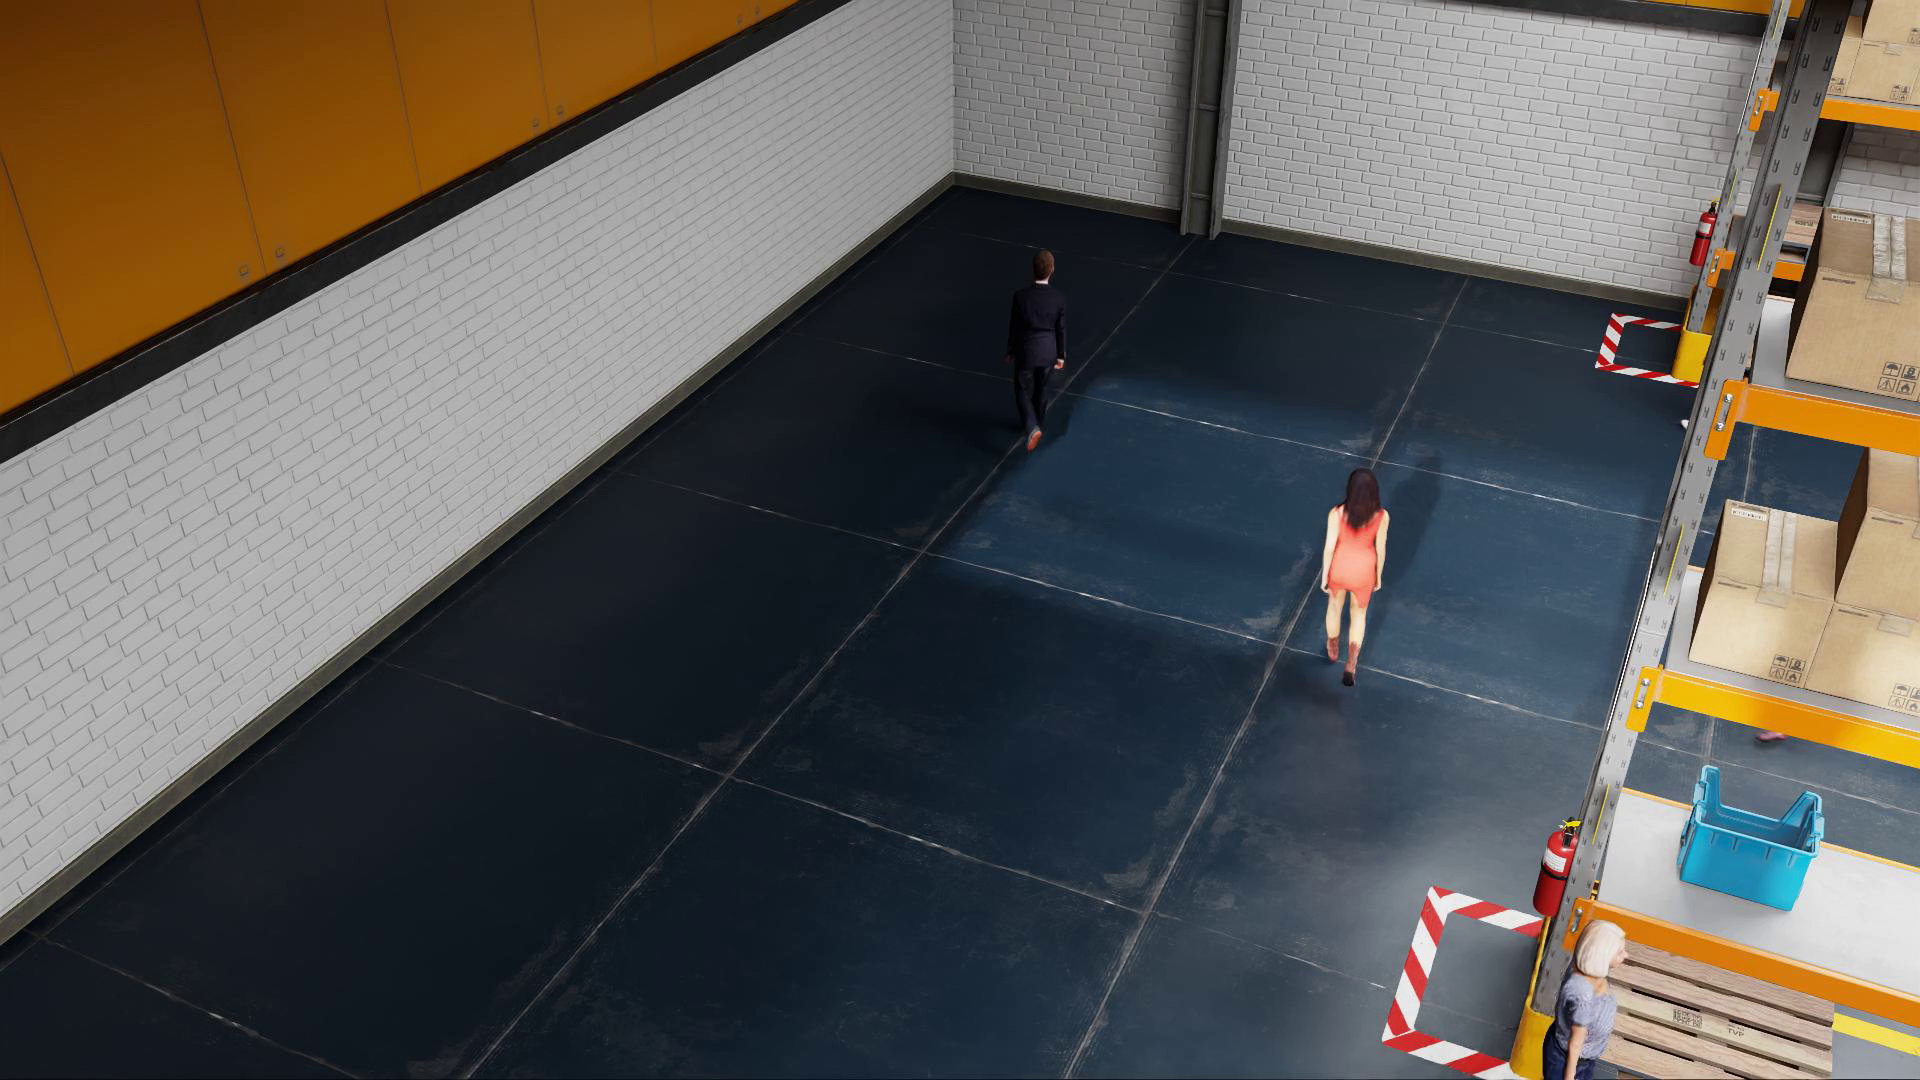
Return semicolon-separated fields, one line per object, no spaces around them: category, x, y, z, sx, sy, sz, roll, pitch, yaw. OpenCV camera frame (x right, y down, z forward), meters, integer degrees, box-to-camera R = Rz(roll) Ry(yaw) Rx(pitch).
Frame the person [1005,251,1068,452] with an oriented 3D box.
person;0.662;-1.619;14.480;1.092;1.790;1.069;-4;34;-5

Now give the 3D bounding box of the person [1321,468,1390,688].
person;2.766;0.279;11.702;0.970;1.704;0.828;4;34;6

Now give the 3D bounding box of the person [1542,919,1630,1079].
person;2.957;2.537;8.304;0.926;1.705;0.631;17;37;24
